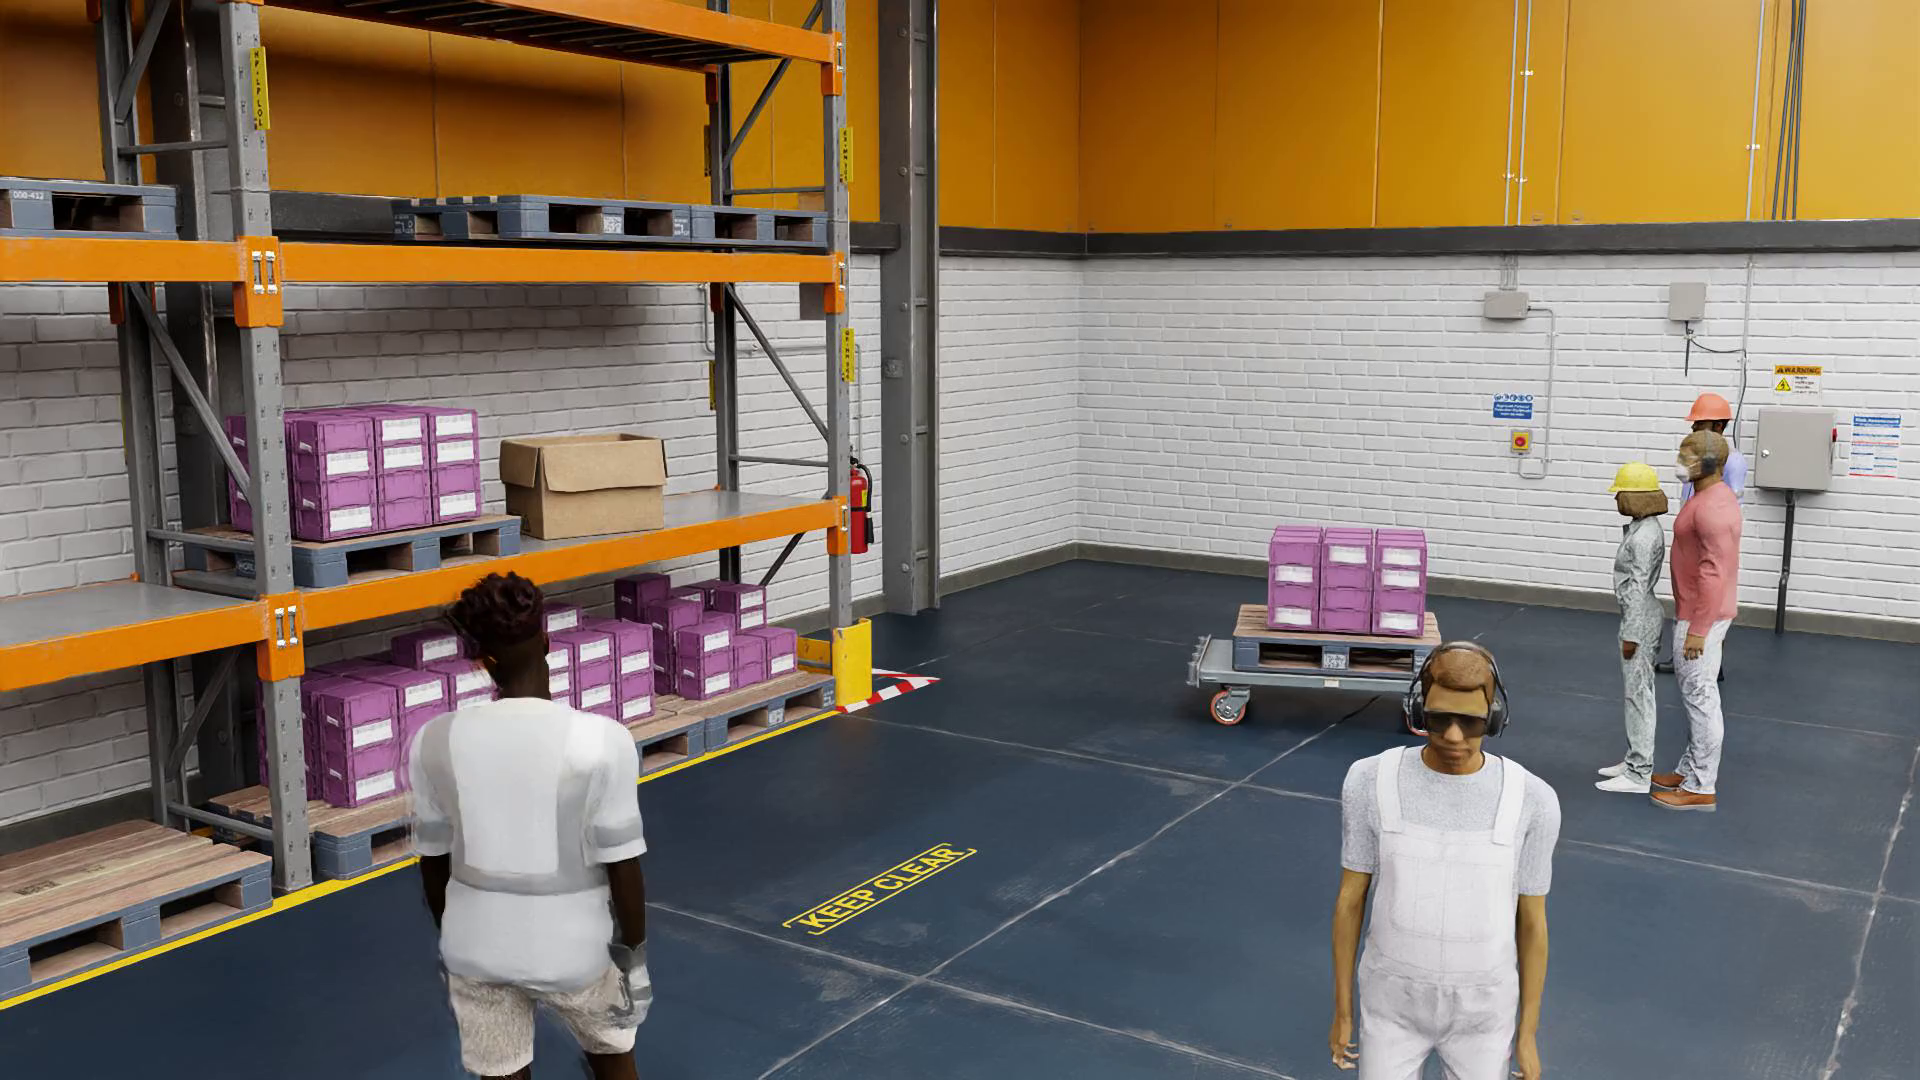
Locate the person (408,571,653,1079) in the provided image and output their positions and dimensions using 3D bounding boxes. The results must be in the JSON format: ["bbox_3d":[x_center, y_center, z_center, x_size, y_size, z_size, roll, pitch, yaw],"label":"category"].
[{"bbox_3d":[-1.081,1.021,4.445,0.636,1.926,0.745,1,9,5],"label":"person"}]

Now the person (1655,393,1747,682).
[{"bbox_3d":[4.971,-0.012,11.128,0.356,1.939,0.543,-2,9,-12],"label":"person"}]

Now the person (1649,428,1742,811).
[{"bbox_3d":[3.742,0.401,8.442,0.361,1.939,0.635,3,9,21],"label":"person"}]

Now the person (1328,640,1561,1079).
[{"bbox_3d":[1.139,1.137,3.969,0.507,1.844,0.346,3,9,16],"label":"person"}]

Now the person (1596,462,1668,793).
[{"bbox_3d":[3.533,0.454,8.754,0.322,1.737,0.484,4,10,23],"label":"person"}]
